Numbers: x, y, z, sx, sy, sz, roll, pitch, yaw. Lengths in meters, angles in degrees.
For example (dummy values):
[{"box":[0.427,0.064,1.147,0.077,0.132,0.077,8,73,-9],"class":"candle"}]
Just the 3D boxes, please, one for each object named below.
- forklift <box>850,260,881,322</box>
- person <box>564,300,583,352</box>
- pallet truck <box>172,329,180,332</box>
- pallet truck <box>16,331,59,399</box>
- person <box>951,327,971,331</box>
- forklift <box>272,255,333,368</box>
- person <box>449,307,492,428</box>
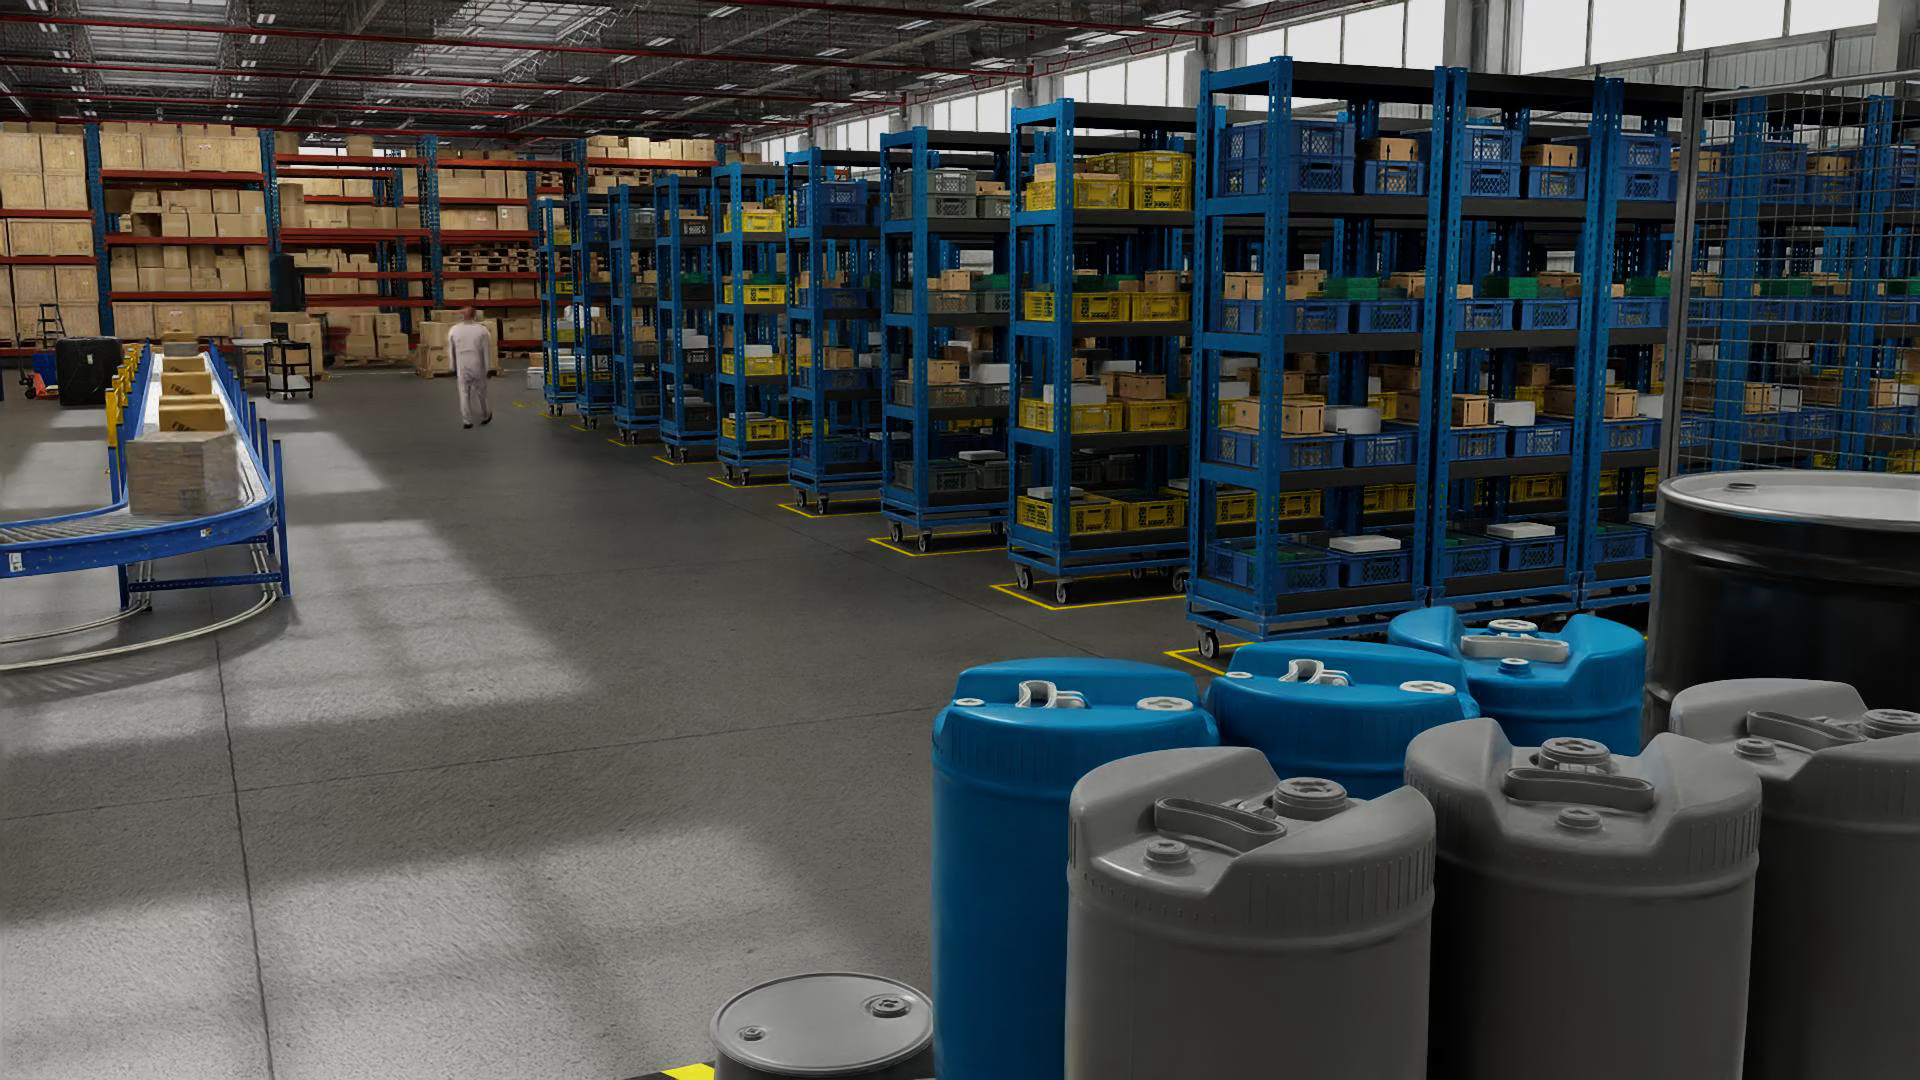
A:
[{"box":[-2.971,-7.914,55.187,1.129,2.768,1.873,-4,10,-25],"class":"forklift"},{"box":[-9.347,-5.058,40.358,0.613,1.944,0.406,4,10,25],"class":"person"},{"box":[-17.275,-3.851,35.096,1.601,1.201,0.680,0,9,1],"class":"pallet truck"},{"box":[-17.082,-3.353,31.781,1.630,1.274,0.653,-4,10,-25],"class":"pallet truck"},{"box":[-0.052,-2.503,24.405,0.673,1.978,0.620,-5,10,-27],"class":"person"},{"box":[-16.737,-5.690,41.390,1.873,2.768,1.129,-2,9,-15],"class":"forklift"},{"box":[-7.590,-2.689,25.910,0.673,1.855,0.960,0,9,-3],"class":"person"}]
